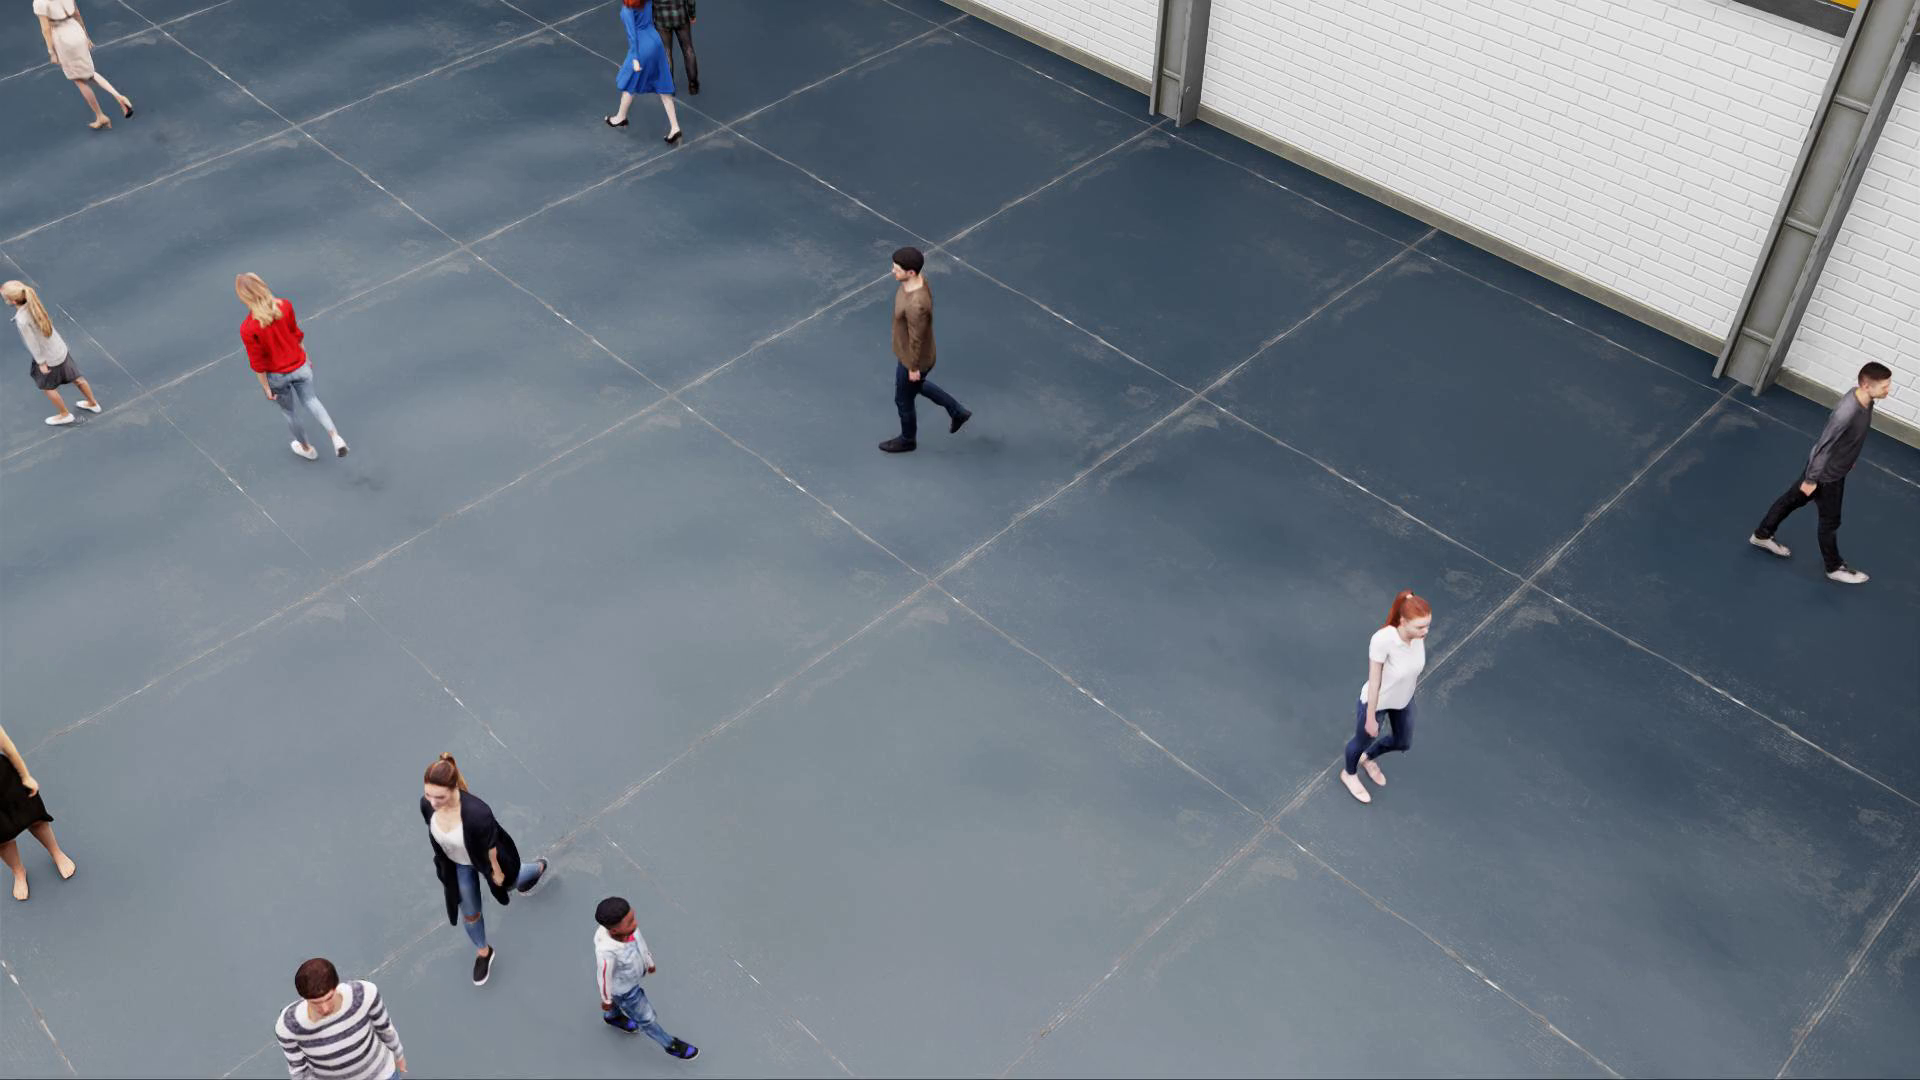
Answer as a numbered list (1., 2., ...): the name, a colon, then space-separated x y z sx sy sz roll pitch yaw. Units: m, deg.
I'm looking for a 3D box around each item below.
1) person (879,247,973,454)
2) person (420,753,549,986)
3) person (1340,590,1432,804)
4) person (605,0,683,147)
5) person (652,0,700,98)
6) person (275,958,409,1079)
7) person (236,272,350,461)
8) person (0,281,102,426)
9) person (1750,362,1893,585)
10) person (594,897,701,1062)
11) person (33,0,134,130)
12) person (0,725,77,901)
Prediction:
1. person: -0.259 -1.387 12.250 1.058 1.865 1.017 -2 44 -2
2. person: -2.623 1.687 9.178 1.079 1.652 1.014 14 45 14
3. person: 2.470 0.898 9.953 0.622 1.726 0.657 -21 48 -21
4. person: -2.867 -4.502 15.573 1.131 1.792 0.826 20 47 20
5. person: -2.842 -5.207 16.388 0.733 1.709 0.713 -9 44 -9
6. person: -2.985 2.550 8.137 0.821 1.838 0.998 -20 47 -19
7. person: -4.880 -1.203 12.184 0.883 1.690 0.669 28 50 27
8. person: -6.953 -1.439 12.739 0.731 1.265 0.672 2 44 2
9. person: 5.887 -0.529 11.445 1.069 1.732 0.740 26 49 25
10. person: -1.841 2.294 8.847 0.910 1.229 0.740 11 45 12
11. person: -8.338 -4.639 15.766 0.900 1.723 0.785 15 46 15
12. person: -5.519 1.406 9.492 0.615 1.624 0.618 -24 49 -23
